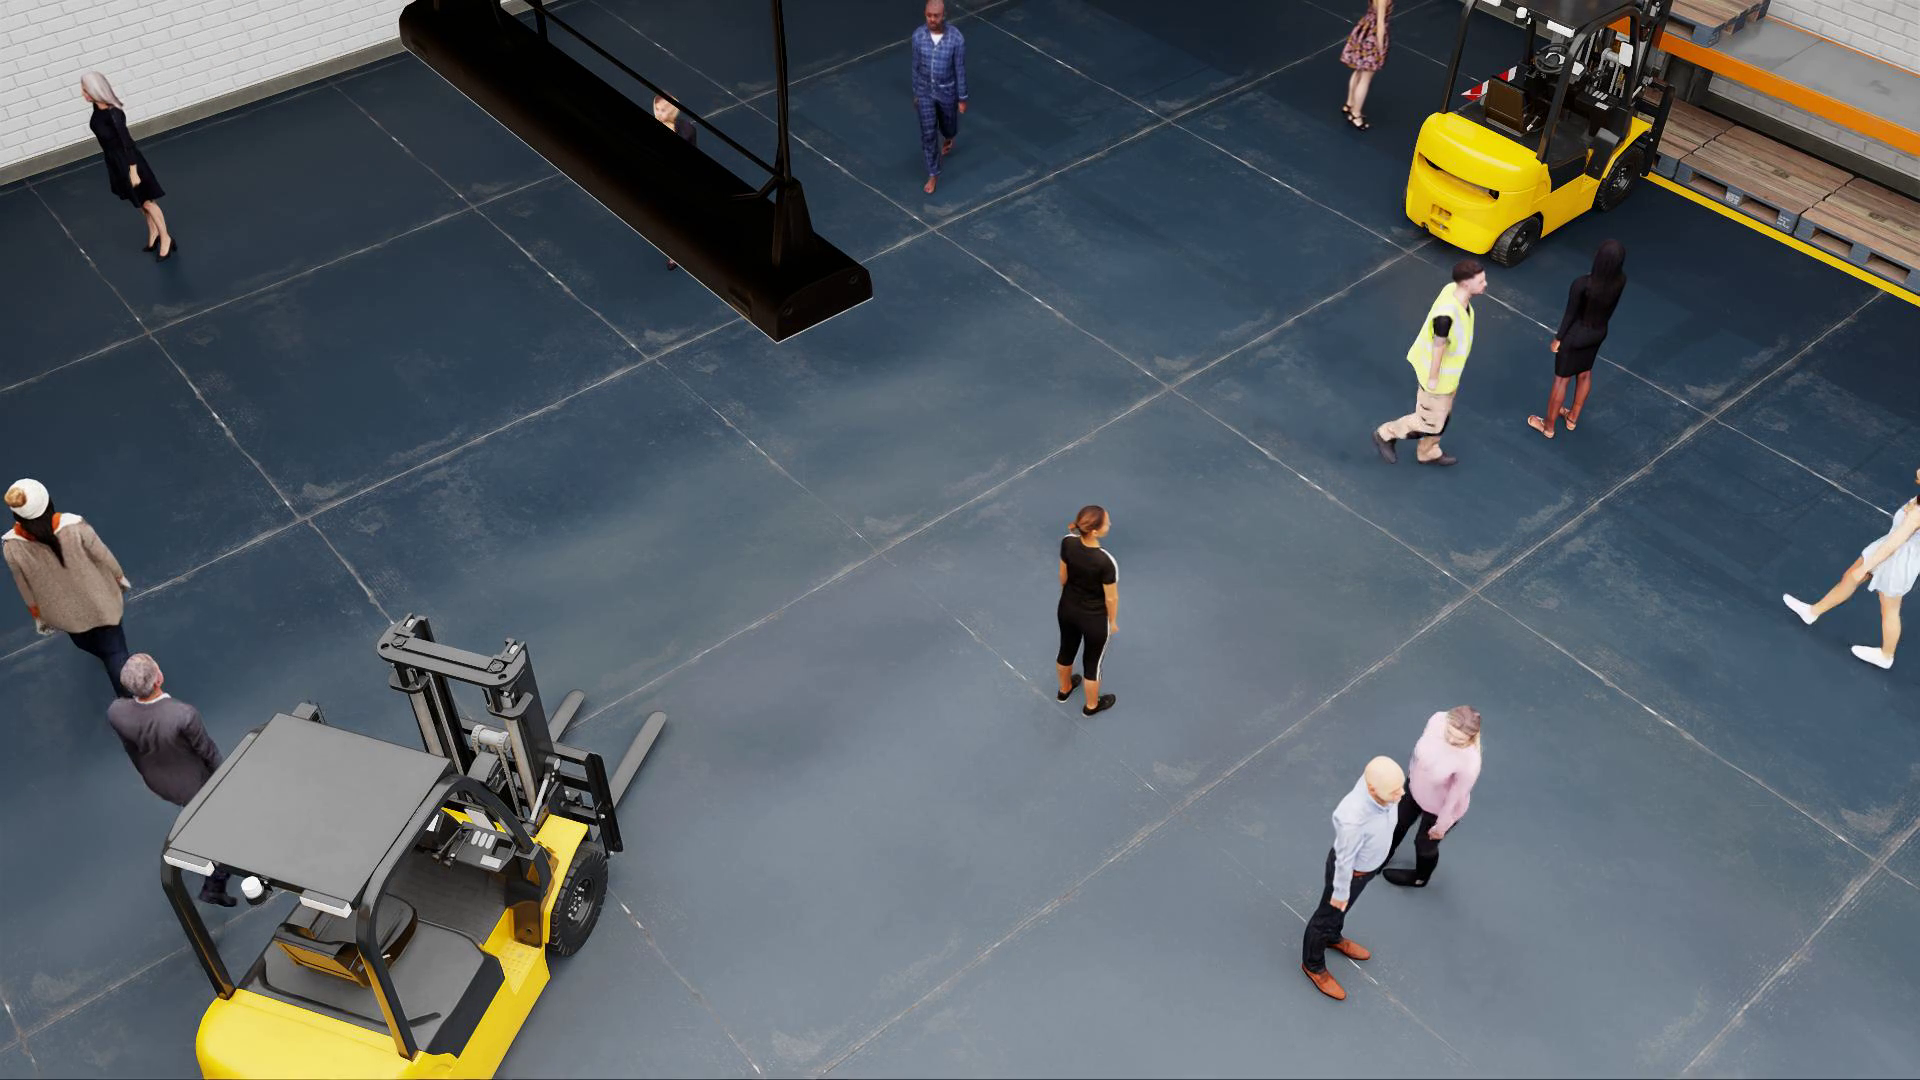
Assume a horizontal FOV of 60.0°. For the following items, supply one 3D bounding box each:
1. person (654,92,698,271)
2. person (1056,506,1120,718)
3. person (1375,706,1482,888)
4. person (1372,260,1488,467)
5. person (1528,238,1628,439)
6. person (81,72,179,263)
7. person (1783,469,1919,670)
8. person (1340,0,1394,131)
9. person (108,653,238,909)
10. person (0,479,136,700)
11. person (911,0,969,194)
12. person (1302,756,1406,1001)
[{"bbox_3d":[-2.381,-3.011,14.004,0.685,1.670,0.739,2,44,2],"label":"person"},{"bbox_3d":[0.781,0.442,10.380,0.486,1.669,0.661,32,52,29],"label":"person"},{"bbox_3d":[2.712,1.435,9.334,0.785,1.673,0.658,-8,44,-8],"label":"person"},{"bbox_3d":[3.412,-1.254,12.041,1.025,1.834,0.918,17,46,17],"label":"person"},{"bbox_3d":[4.636,-1.514,12.396,0.672,1.721,0.622,-15,46,-15],"label":"person"},{"bbox_3d":[-7.071,-3.167,14.114,0.526,1.746,0.677,34,53,30],"label":"person"},{"bbox_3d":[6.074,0.188,10.626,1.054,1.699,0.728,31,52,28],"label":"person"},{"bbox_3d":[3.889,-4.717,15.720,0.863,1.774,0.791,-2,44,-2],"label":"person"},{"bbox_3d":[-4.347,1.366,9.300,1.055,1.821,1.109,4,44,5],"label":"person"},{"bbox_3d":[-5.462,0.416,10.280,0.983,1.845,1.242,-13,45,-14],"label":"person"},{"bbox_3d":[-0.195,-4.095,15.056,1.116,1.789,1.161,5,44,6],"label":"person"},{"bbox_3d":[2.112,1.750,8.919,0.636,1.791,0.684,28,50,26],"label":"person"}]
